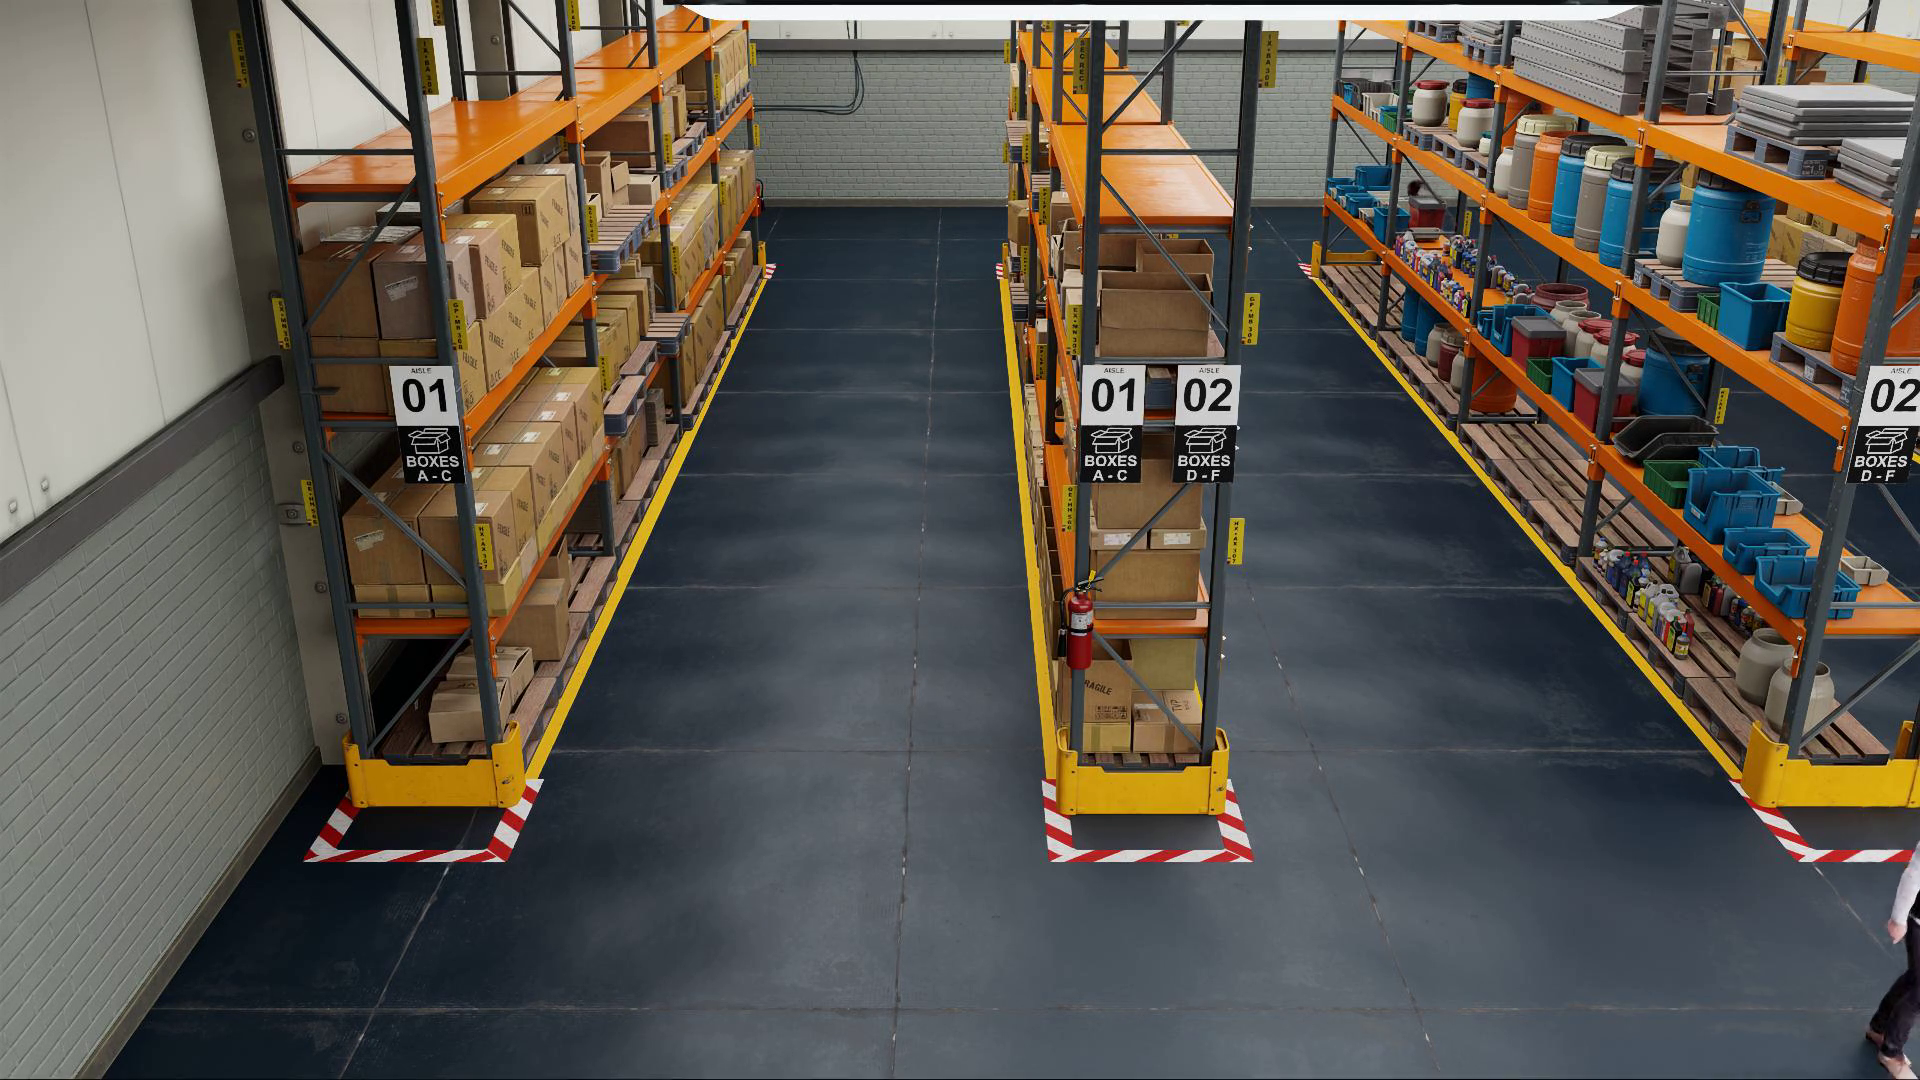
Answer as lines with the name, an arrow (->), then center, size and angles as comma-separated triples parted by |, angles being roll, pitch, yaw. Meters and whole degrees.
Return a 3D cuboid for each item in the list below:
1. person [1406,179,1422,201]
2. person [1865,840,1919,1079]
person -> 7.295, -5.050, 26.643 | 0.877, 1.436, 0.867 | 18, 28, 36
person -> 5.157, 2.041, 8.837 | 0.788, 1.792, 0.821 | 0, 22, 1
